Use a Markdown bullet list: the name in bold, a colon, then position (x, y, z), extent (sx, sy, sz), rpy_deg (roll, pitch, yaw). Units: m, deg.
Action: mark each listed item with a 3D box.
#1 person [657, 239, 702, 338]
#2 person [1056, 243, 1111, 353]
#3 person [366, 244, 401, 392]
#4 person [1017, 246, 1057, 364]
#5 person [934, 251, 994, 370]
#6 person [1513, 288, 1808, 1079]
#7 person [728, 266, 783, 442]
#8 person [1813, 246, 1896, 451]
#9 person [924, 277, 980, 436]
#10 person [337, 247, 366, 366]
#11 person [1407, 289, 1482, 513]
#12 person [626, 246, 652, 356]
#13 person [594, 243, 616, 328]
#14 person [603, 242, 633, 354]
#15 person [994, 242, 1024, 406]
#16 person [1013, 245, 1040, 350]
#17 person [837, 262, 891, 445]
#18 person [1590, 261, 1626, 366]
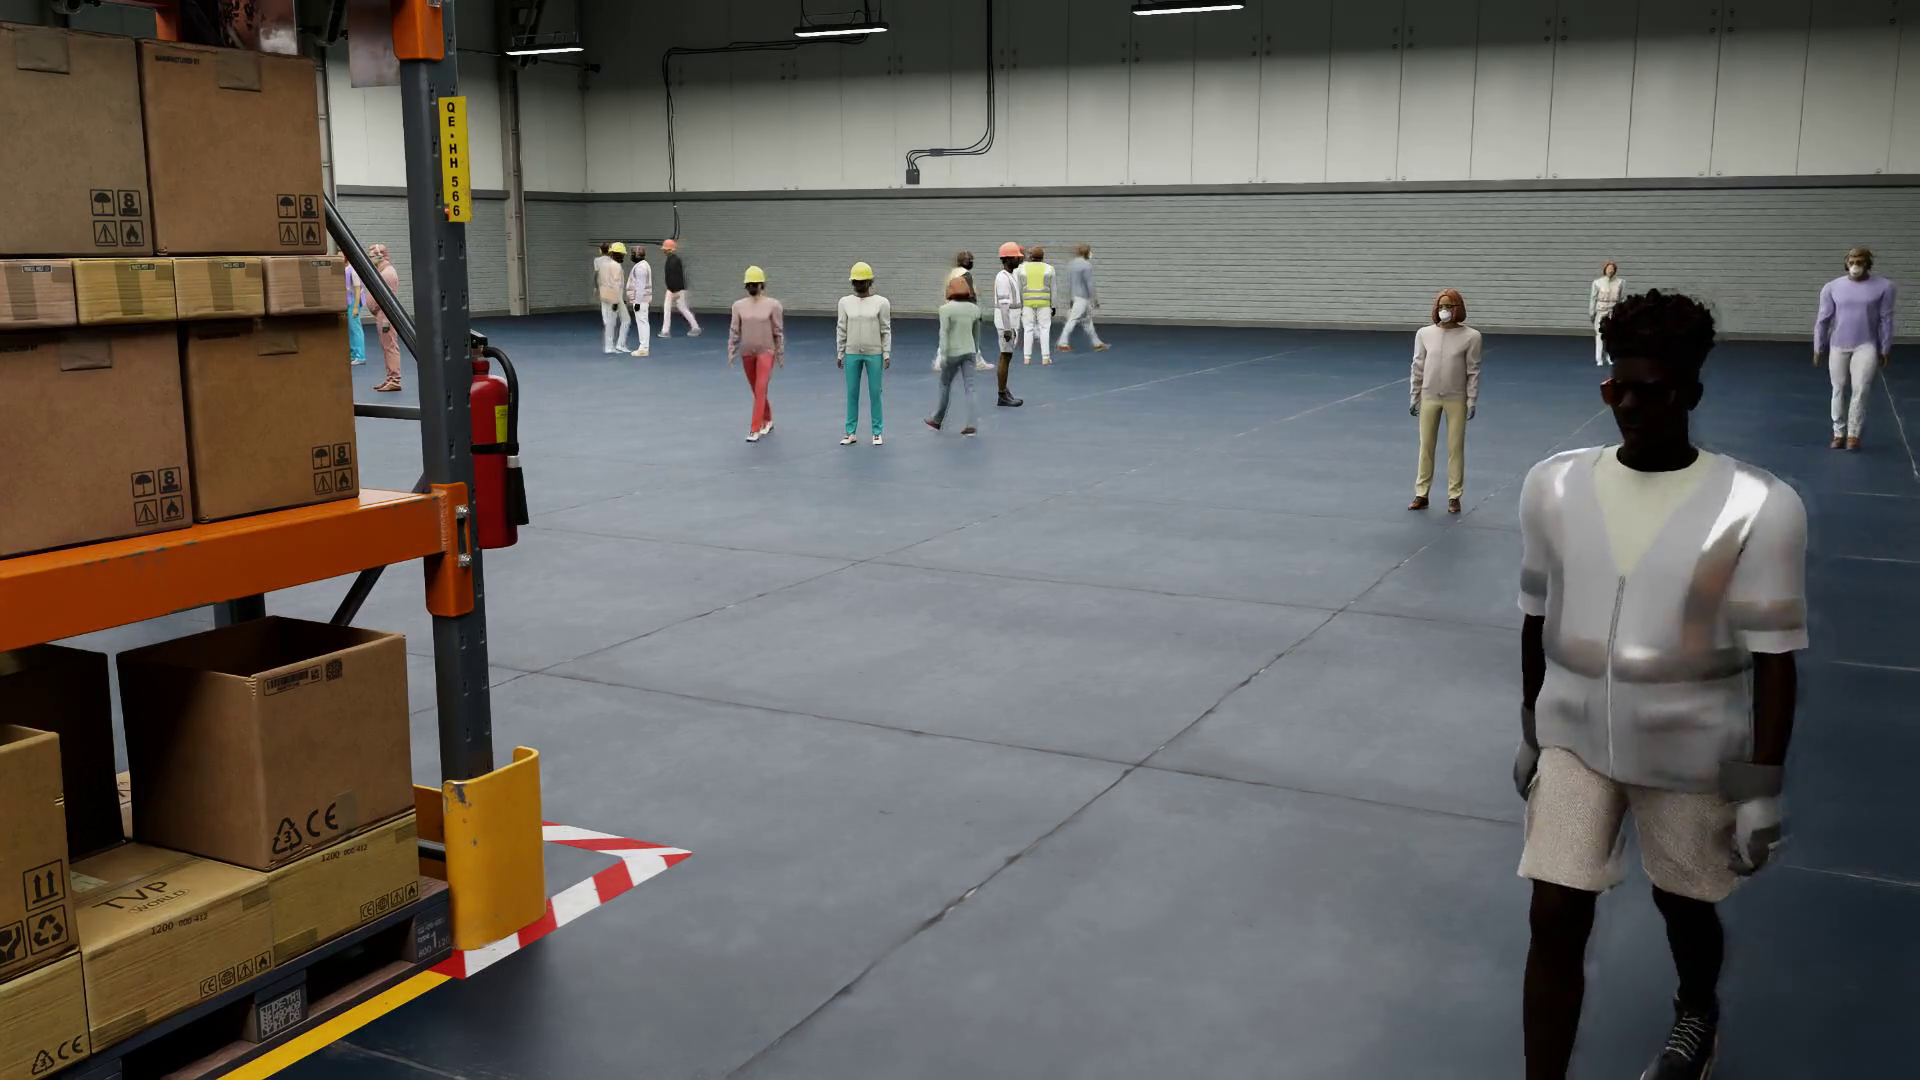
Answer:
- **person**: position (-5.609, -5.005, 33.096), extent (0.909, 1.958, 0.615), rpy_deg (-9, 13, -39)
- **person**: position (2.124, -4.179, 28.797), extent (1.055, 1.890, 0.642), rpy_deg (-3, 11, -16)
- **person**: position (-7.506, -2.885, 21.663), extent (0.407, 1.902, 0.639), rpy_deg (-5, 11, -24)
- **person**: position (1.211, -3.686, 26.181), extent (0.633, 1.843, 0.429), rpy_deg (2, 11, 9)
- **person**: position (0.030, -3.387, 24.717), extent (0.972, 1.797, 0.637), rpy_deg (-2, 11, -12)
- **person**: position (1.490, 0.420, 3.603), extent (0.617, 1.920, 0.988), rpy_deg (9, 13, 39)
- **person**: position (-2.025, -1.872, 16.617), extent (0.531, 1.724, 0.911), rpy_deg (2, 11, 13)
- **person**: position (8.348, -1.781, 15.600), extent (0.650, 1.911, 0.747), rpy_deg (7, 13, 34)
- **person**: position (-0.052, -1.877, 16.972), extent (0.532, 1.592, 0.809), rpy_deg (-6, 12, -30)
- **person**: position (-9.485, -3.647, 25.959), extent (0.393, 1.846, 0.564), rpy_deg (-8, 13, -37)
- **person**: position (3.547, -1.016, 12.195), extent (0.500, 1.633, 0.282), rpy_deg (6, 12, 29)
- **person**: position (-5.391, -4.012, 27.969), extent (0.429, 1.844, 0.627), rpy_deg (-1, 10, -5)
- **person**: position (-7.714, -5.524, 36.187), extent (0.514, 1.858, 0.436), rpy_deg (-3, 11, -15)
- **person**: position (-5.853, -4.134, 28.479), extent (0.595, 1.896, 0.578), rpy_deg (-6, 12, -31)
- **person**: position (0.585, -2.561, 19.778), extent (0.350, 1.942, 0.545), rpy_deg (1, 10, 6)
- **person**: position (1.126, -4.297, 29.493), extent (0.599, 1.857, 0.727), rpy_deg (7, 12, 34)
- **person**: position (-0.932, -1.788, 16.054), extent (0.533, 1.763, 0.325), rpy_deg (2, 11, 8)
- **person**: position (9.982, -3.472, 25.616), extent (0.538, 1.621, 0.503), rpy_deg (2, 11, 9)
